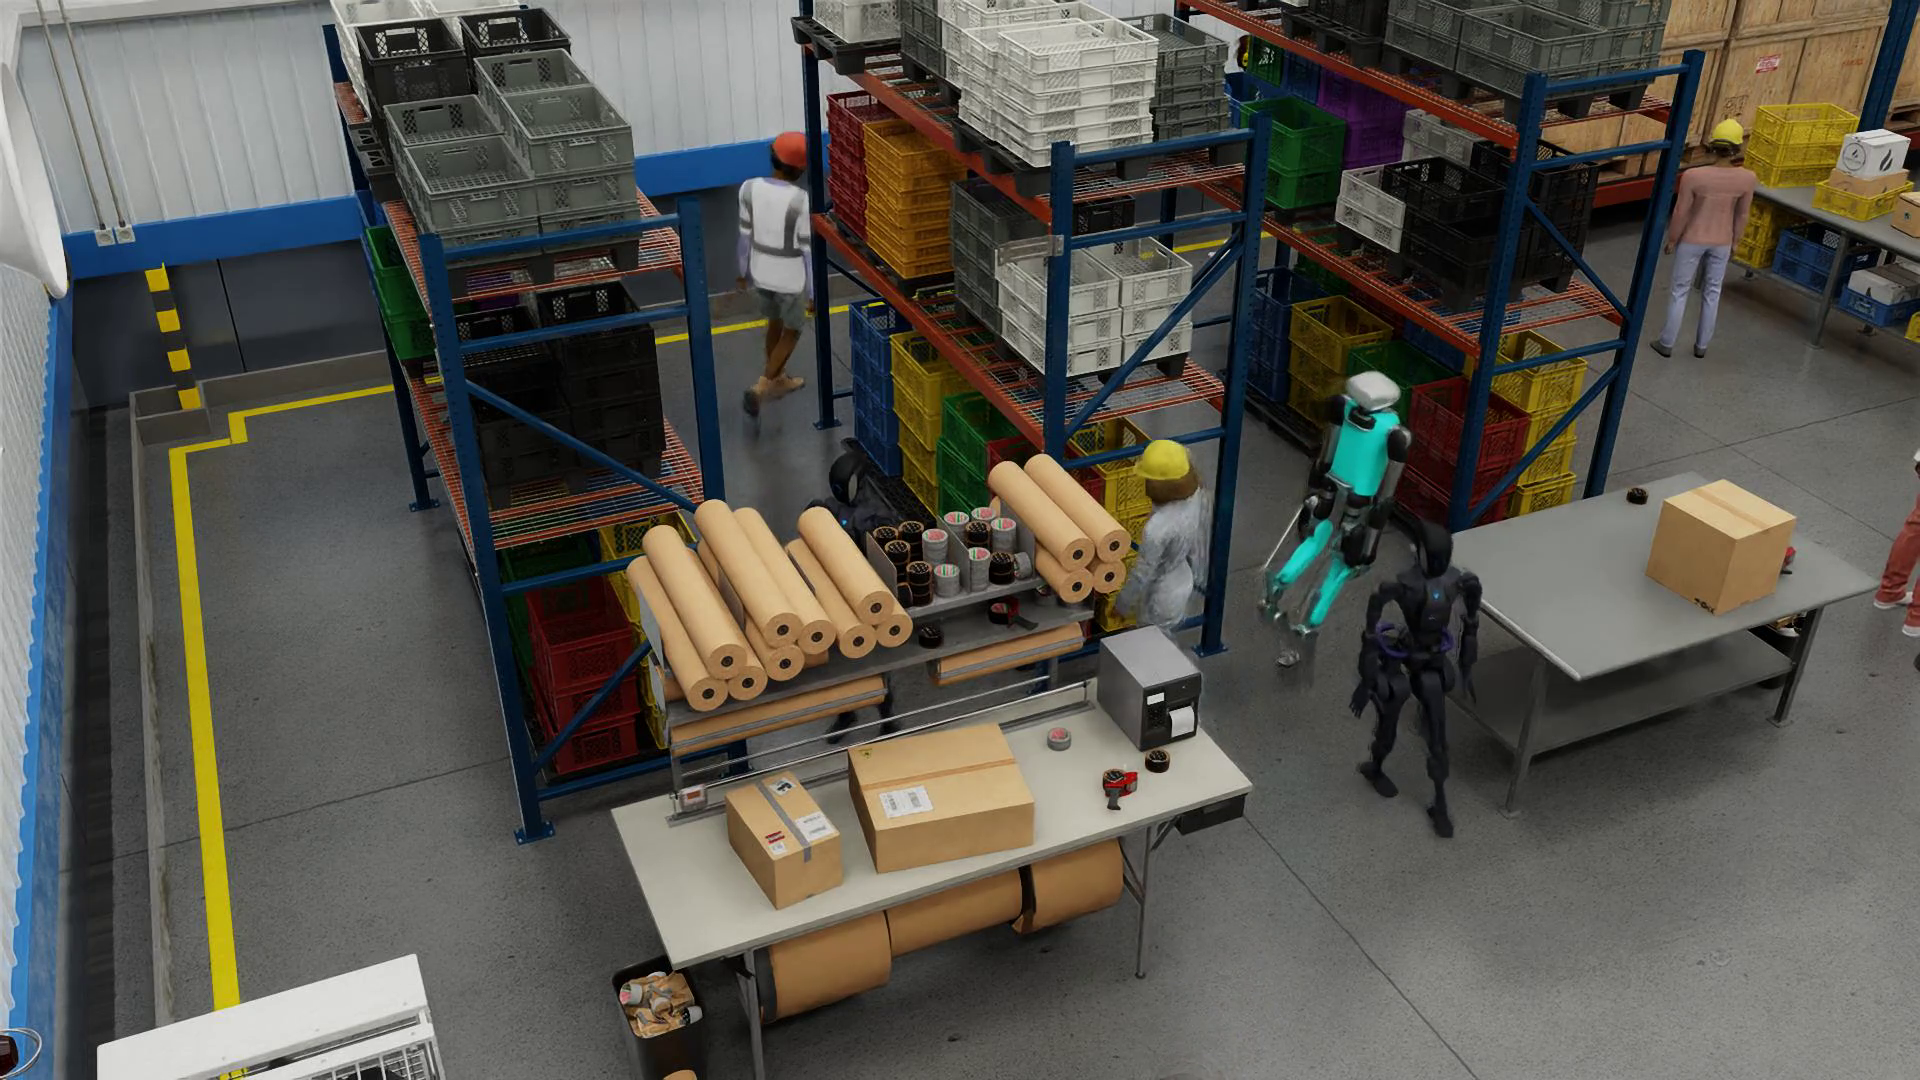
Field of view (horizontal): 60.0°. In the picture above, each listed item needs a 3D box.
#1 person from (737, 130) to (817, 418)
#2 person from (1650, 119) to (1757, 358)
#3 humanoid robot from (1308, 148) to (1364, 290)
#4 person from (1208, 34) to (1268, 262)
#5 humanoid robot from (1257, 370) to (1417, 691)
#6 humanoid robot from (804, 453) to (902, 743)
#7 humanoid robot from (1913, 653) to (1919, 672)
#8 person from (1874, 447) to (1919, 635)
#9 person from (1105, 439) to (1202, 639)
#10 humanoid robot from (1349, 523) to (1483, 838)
[{"bbox_3d":[-1.266,-1.751,11.171,0.691,2.003,0.767,16,35,24],"label":"person"},{"bbox_3d":[5.387,-2.165,12.060,0.524,1.765,0.326,4,32,7],"label":"person"},{"bbox_3d":[2.875,-2.529,12.781,0.748,1.642,0.608,-9,33,-14],"label":"humanoid robot"},{"bbox_3d":[2.312,-3.210,13.652,0.329,1.876,0.509,18,36,27],"label":"person"},{"bbox_3d":[1.814,0.062,8.543,0.793,1.867,0.552,-17,35,-25],"label":"humanoid robot"},{"bbox_3d":[-0.502,0.309,8.118,0.609,1.654,0.311,11,33,17],"label":"humanoid robot"},{"bbox_3d":[5.480,0.054,8.545,0.602,1.647,0.457,-4,32,-7],"label":"humanoid robot"},{"bbox_3d":[5.397,-0.369,9.009,0.394,1.910,0.590,-4,32,-7],"label":"person"},{"bbox_3d":[0.935,0.251,8.166,0.408,1.725,0.525,16,35,24],"label":"person"},{"bbox_3d":[2.110,0.605,7.666,0.597,1.624,0.619,-4,32,-7],"label":"humanoid robot"}]
